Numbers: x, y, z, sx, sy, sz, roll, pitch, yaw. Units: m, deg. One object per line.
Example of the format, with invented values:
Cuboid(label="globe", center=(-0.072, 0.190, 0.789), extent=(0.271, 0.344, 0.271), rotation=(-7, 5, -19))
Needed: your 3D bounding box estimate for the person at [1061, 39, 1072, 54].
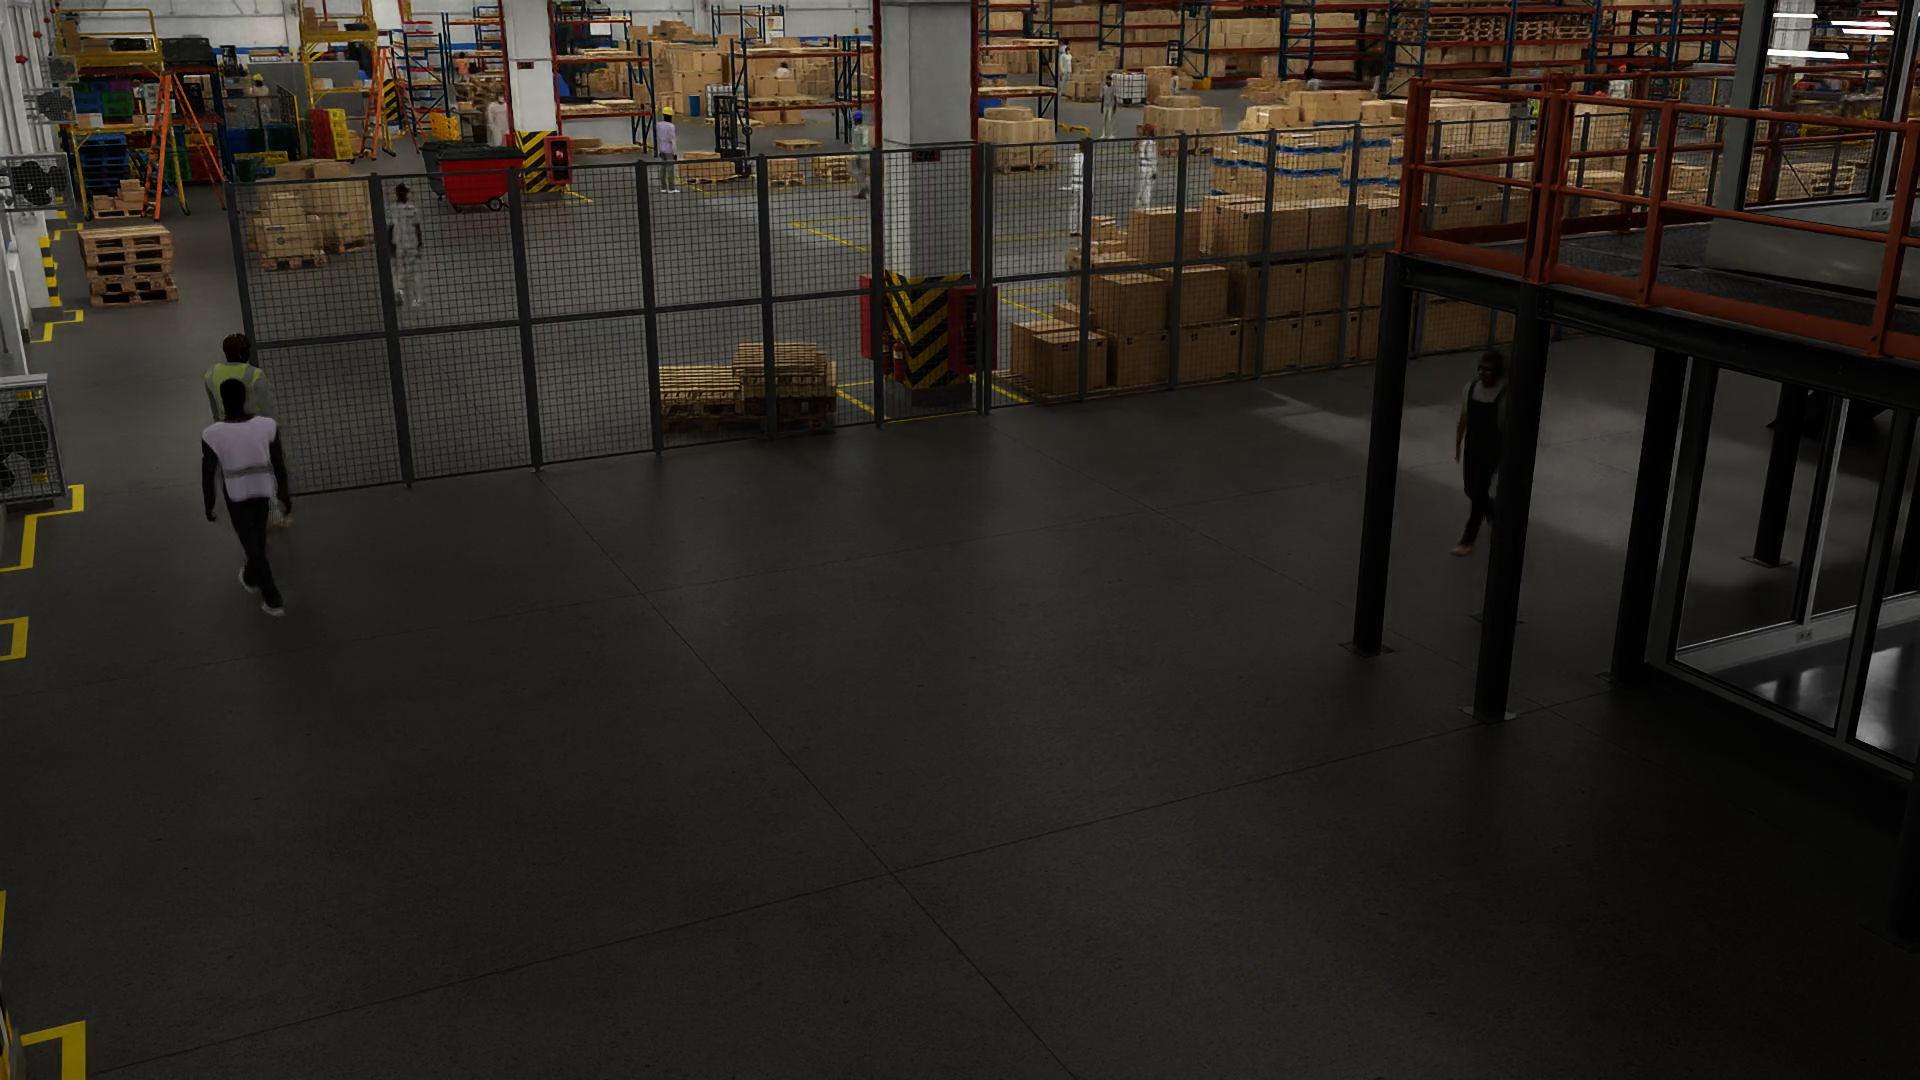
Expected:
Cuboid(label="person", center=(5.009, -22.789, 78.530), extent=(0.544, 1.681, 0.512), rotation=(8, 20, 21))

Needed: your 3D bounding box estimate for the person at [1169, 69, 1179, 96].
Cuboid(label="person", center=(7.343, -15.400, 57.257), extent=(0.877, 1.590, 0.539), rotation=(12, 22, 31))

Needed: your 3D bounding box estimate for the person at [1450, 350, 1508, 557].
Cuboid(label="person", center=(4.624, -0.794, 14.574), extent=(0.791, 1.827, 0.518), rotation=(-16, 25, -38))

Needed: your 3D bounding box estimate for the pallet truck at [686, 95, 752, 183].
Cuboid(label="pallet truck", center=(-5.836, -9.608, 39.856), extent=(0.823, 1.965, 1.885), rotation=(10, 22, 27))

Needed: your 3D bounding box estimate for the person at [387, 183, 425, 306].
Cuboid(label="person", center=(-8.342, -4.421, 25.031), extent=(0.505, 1.860, 0.557), rotation=(1, 19, 2))

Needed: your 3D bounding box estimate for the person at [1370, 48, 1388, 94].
Cuboid(label="person", center=(16.135, -17.861, 63.824), extent=(0.894, 1.954, 0.627), rotation=(-8, 21, -22))

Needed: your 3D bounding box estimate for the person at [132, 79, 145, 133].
Cuboid(label="person", center=(-25.380, -13.402, 51.411), extent=(0.519, 1.633, 0.312), rotation=(6, 20, 16))

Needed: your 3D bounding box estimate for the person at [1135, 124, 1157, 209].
Cuboid(label="person", center=(3.829, -7.591, 34.214), extent=(0.376, 1.865, 0.625), rotation=(-8, 20, -21))

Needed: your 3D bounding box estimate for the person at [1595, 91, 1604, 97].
Cuboid(label="person", center=(16.148, -10.412, 42.276), extent=(0.553, 1.935, 0.365), rotation=(-4, 19, -12))

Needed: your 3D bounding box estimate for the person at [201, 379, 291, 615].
Cuboid(label="person", center=(-5.708, -0.367, 13.267), extent=(0.609, 1.863, 0.993), rotation=(-17, 26, -41))

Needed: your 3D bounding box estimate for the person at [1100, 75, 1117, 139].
Cuboid(label="person", center=(4.445, -12.943, 49.740), extent=(0.526, 1.859, 0.316), rotation=(14, 23, 35))

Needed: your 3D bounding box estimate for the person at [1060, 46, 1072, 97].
Cuboid(label="person", center=(4.221, -18.587, 65.983), extent=(0.372, 1.934, 0.627), rotation=(15, 24, 37))

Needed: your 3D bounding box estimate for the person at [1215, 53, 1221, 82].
Cuboid(label="person", center=(11.478, -21.539, 74.532), extent=(0.553, 1.935, 0.364), rotation=(15, 24, 38))

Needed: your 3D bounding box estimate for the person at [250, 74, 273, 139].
Cuboid(label="person", center=(-20.877, -12.957, 49.691), extent=(0.666, 1.912, 0.595), rotation=(12, 22, 30))

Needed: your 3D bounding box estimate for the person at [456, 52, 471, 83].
Cuboid(label="person", center=(-19.951, -18.799, 66.990), extent=(0.546, 1.657, 0.790), rotation=(0, 19, -1))

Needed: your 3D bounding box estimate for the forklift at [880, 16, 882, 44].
Cuboid(label="forklift", center=(-3.176, -21.993, 74.423), extent=(1.129, 2.768, 1.873), rotation=(-9, 21, -25))

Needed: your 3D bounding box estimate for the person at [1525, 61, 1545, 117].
Cuboid(label="person", center=(19.256, -15.061, 55.751), extent=(0.640, 1.937, 0.368), rotation=(6, 20, 16))

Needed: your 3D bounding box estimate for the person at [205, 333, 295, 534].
Cuboid(label="person", center=(-6.406, -0.954, 15.005), extent=(0.627, 1.844, 0.429), rotation=(4, 19, 12))

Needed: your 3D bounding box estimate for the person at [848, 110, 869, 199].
Cuboid(label="person", center=(-2.236, -8.508, 36.761), extent=(0.434, 1.930, 0.618), rotation=(9, 21, 24))

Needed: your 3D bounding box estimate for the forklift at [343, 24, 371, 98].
Cuboid(label="forklift", center=(-23.409, -18.630, 64.674), extent=(1.129, 2.768, 1.873), rotation=(13, 23, 33))

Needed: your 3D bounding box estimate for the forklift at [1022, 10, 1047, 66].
Cuboid(label="forklift", center=(3.478, -25.514, 84.631), extent=(1.873, 2.768, 1.129), rotation=(-9, 21, -25))

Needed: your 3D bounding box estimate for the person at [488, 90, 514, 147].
Cuboid(label="person", center=(-11.761, -10.561, 42.725), extent=(0.652, 1.925, 0.483), rotation=(-9, 21, -25))

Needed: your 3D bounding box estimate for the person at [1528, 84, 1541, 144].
Cuboid(label="person", center=(16.644, -12.317, 48.162), extent=(0.541, 1.696, 0.315), rotation=(-15, 24, -38))

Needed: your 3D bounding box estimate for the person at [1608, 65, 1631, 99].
Cuboid(label="person", center=(20.666, -13.843, 52.144), extent=(0.624, 1.986, 1.046), rotation=(5, 20, 13))

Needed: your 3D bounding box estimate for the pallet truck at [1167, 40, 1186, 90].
Cuboid(label="pallet truck", center=(9.045, -19.971, 69.895), extent=(0.823, 1.965, 1.885), rotation=(-3, 19, -8))

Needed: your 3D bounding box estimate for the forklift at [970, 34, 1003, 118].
Cuboid(label="forklift", center=(0.387, -15.258, 54.900), extent=(1.873, 2.768, 1.129), rotation=(-9, 21, -25))

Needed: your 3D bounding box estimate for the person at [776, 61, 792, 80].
Cuboid(label="person", center=(-6.072, -15.672, 57.692), extent=(0.705, 1.824, 0.429), rotation=(13, 23, 34))

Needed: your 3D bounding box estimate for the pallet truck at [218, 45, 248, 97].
Cuboid(label="pallet truck", center=(-28.879, -18.665, 66.111), extent=(0.823, 1.965, 1.885), rotation=(-3, 19, -9))

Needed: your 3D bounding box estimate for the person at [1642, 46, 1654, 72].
Cuboid(label="person", center=(28.660, -19.656, 69.332), extent=(0.314, 1.769, 0.523), rotation=(-10, 22, -28))

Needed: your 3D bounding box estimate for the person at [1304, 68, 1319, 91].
Cuboid(label="person", center=(10.875, -13.734, 51.934), extent=(0.864, 1.917, 0.665), rotation=(17, 25, 40))

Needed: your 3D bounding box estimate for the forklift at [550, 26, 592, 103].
Cuboid(label="forklift", center=(-14.917, -17.751, 62.127), extent=(1.873, 2.768, 1.129), rotation=(-9, 21, -25))

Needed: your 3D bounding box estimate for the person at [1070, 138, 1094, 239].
Cuboid(label="person", center=(2.301, -6.636, 31.432), extent=(0.354, 1.876, 0.574), rotation=(-16, 24, -38))

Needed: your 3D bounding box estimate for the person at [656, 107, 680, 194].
Cuboid(label="person", center=(-6.624, -8.850, 37.779), extent=(0.586, 1.920, 0.395), rotation=(14, 24, 36))
